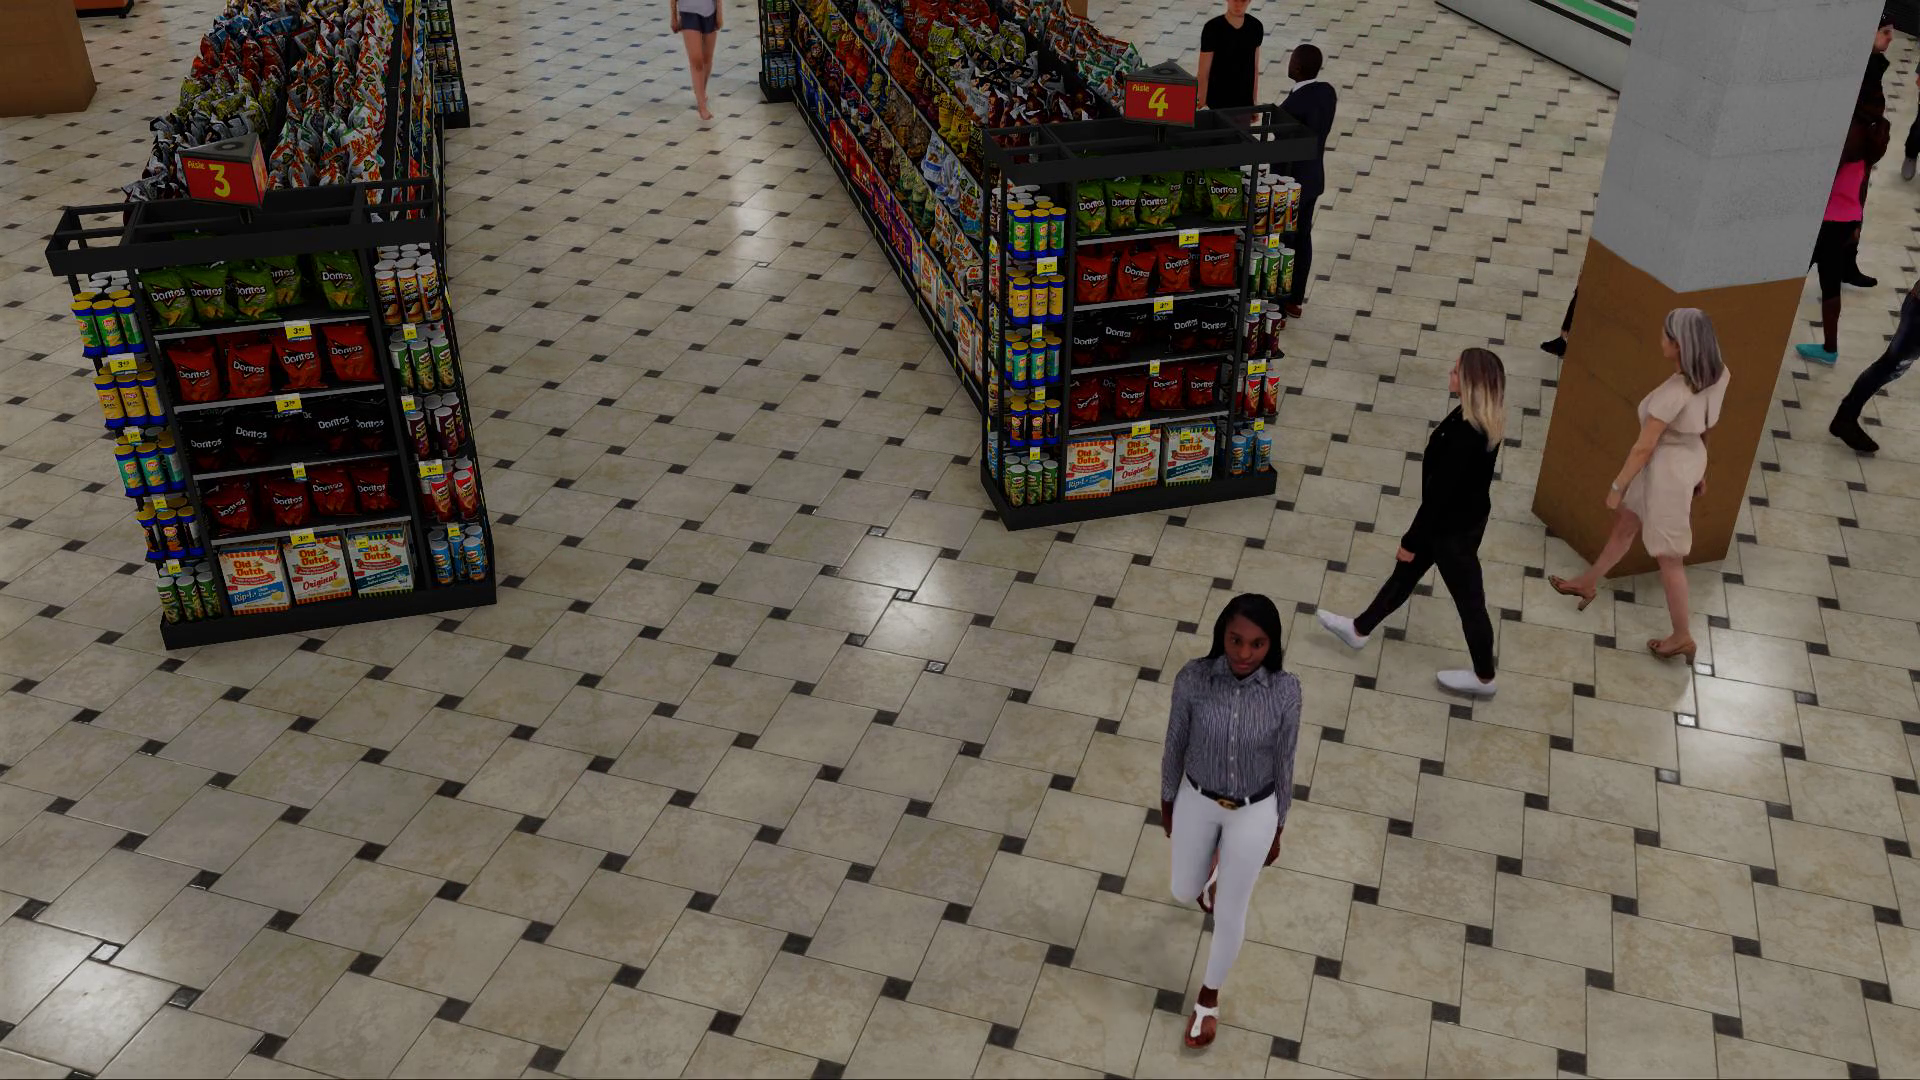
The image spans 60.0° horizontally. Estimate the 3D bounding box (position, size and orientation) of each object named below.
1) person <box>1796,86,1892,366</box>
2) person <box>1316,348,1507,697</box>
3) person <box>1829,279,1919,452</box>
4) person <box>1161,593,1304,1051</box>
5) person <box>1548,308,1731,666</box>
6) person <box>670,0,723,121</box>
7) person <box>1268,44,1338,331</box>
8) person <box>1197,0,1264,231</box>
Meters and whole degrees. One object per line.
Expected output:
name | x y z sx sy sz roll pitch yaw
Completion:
person | 5.379 -1.863 10.074 0.831 1.696 1.043 -23 39 -32
person | 2.220 -0.009 7.138 1.129 1.649 1.106 15 35 22
person | 5.178 -1.251 8.944 0.897 1.850 1.273 -16 35 -24
person | 0.913 0.885 5.647 0.915 1.707 1.061 10 33 15
person | 3.204 -0.166 7.343 0.884 1.699 1.109 -23 38 -32
person | -2.265 -4.554 14.426 0.666 1.667 1.041 -9 33 -14
person | 2.122 -2.231 10.543 0.800 1.824 0.790 26 40 35
person | 1.912 -3.131 11.956 0.705 1.861 0.625 -12 34 -19
